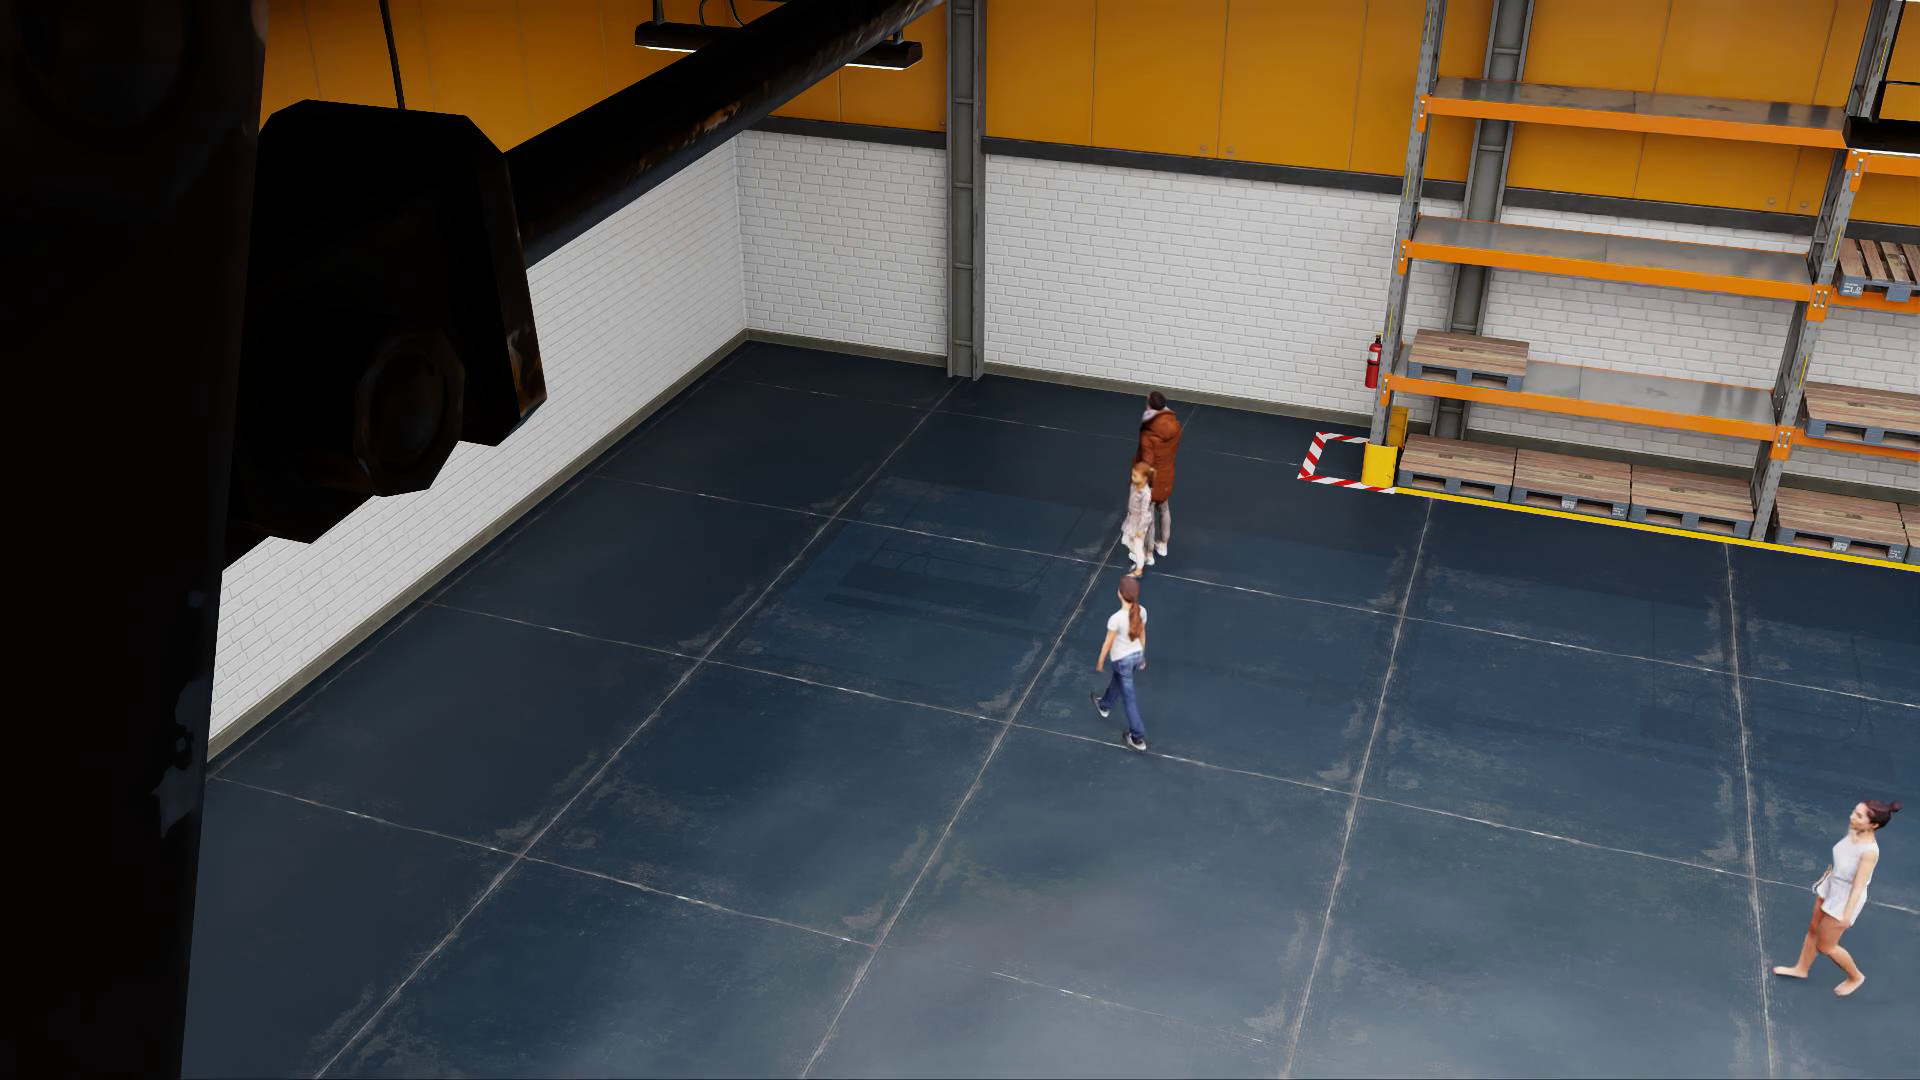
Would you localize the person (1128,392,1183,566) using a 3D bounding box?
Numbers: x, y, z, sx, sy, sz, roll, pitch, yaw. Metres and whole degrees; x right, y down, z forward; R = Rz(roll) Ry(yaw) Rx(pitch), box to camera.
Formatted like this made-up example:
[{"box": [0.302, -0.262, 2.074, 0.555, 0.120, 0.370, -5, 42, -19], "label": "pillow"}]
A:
[{"box": [1.968, -0.624, 16.655, 0.825, 1.837, 0.843, -25, 37, -38], "label": "person"}]

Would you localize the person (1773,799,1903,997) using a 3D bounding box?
[{"box": [6.058, 2.425, 11.312, 0.783, 1.600, 0.624, 6, 29, 12], "label": "person"}]

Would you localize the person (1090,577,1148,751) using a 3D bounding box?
[{"box": [1.429, 1.050, 13.918, 0.934, 1.518, 1.089, -19, 34, -31], "label": "person"}]

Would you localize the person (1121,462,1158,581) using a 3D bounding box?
[{"box": [1.825, -0.197, 16.428, 0.677, 1.304, 0.631, -8, 30, -15], "label": "person"}]
